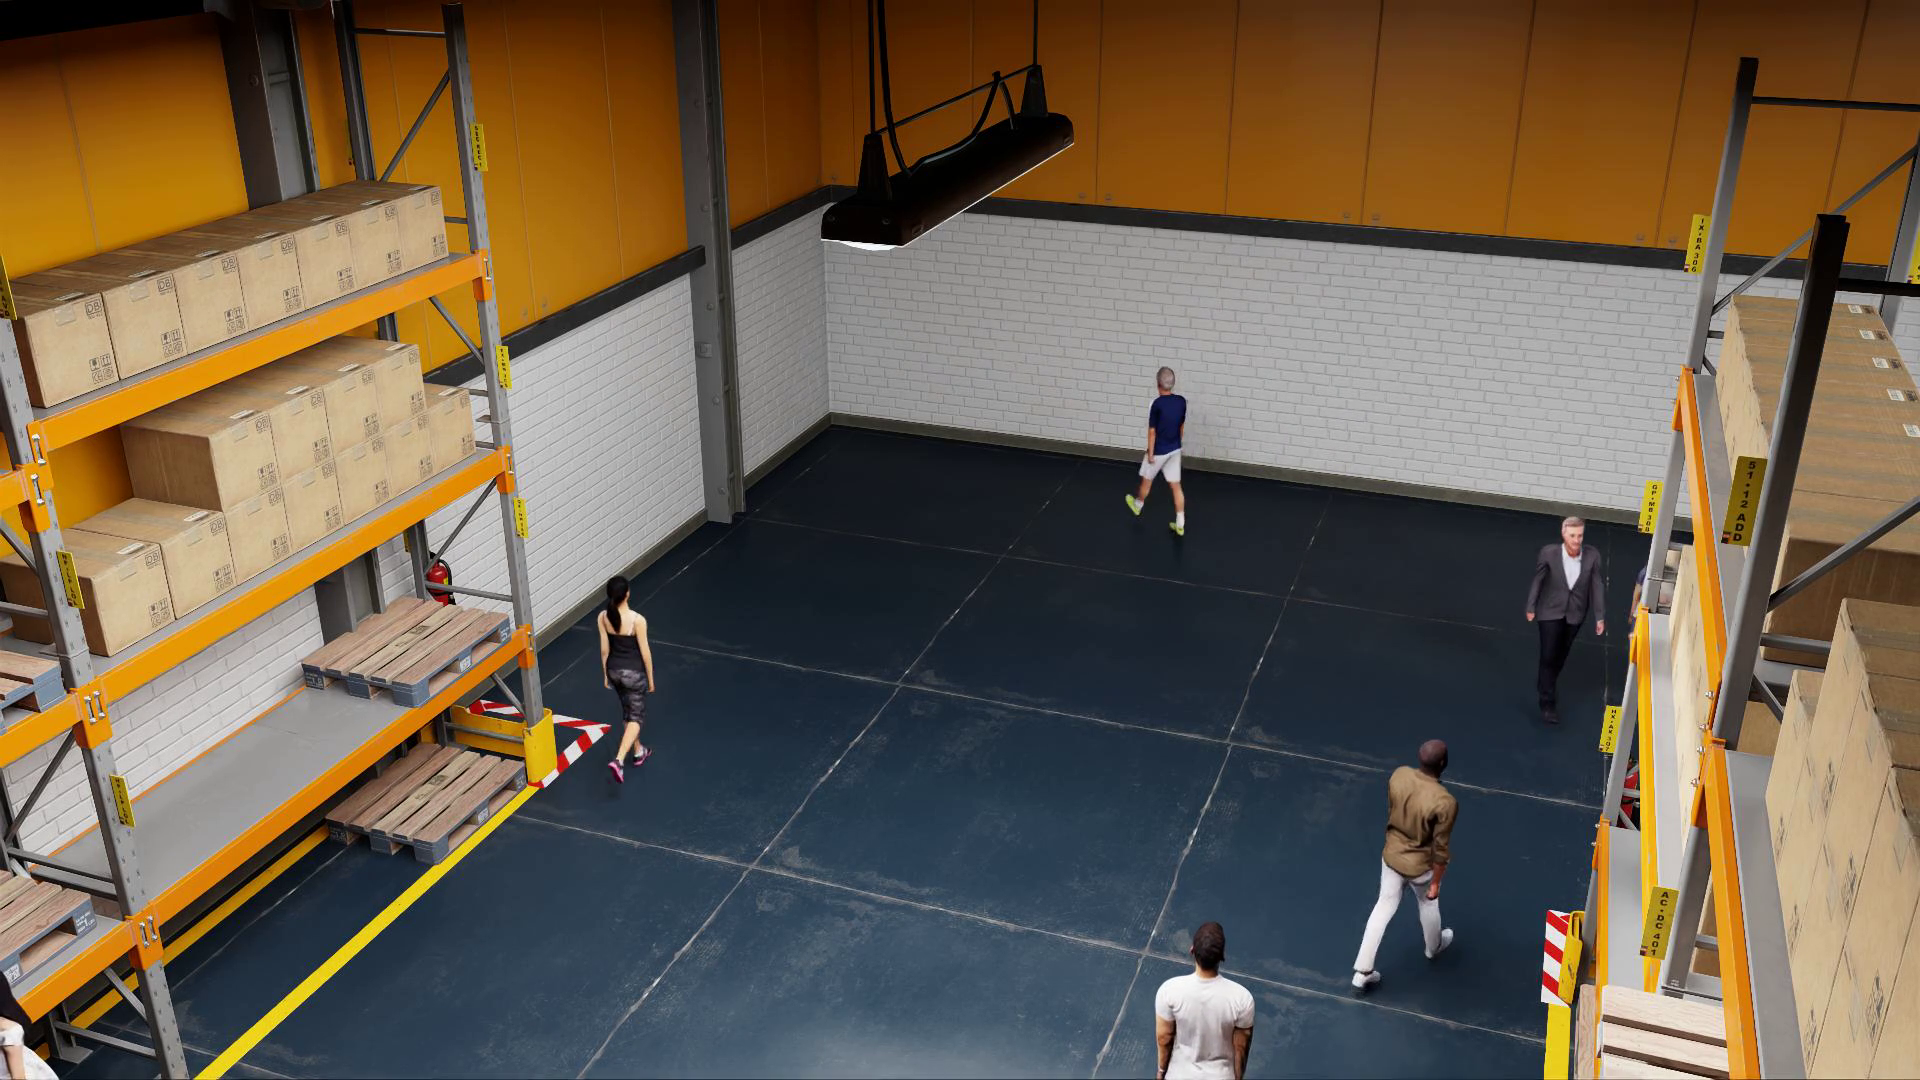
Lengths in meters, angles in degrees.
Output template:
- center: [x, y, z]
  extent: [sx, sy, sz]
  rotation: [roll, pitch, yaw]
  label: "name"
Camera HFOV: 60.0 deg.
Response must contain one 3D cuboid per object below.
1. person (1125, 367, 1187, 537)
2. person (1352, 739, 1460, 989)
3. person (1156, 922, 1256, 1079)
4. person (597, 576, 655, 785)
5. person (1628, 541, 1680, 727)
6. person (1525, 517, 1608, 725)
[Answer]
- center: [2.238, -0.906, 17.772]
  extent: [1.178, 1.779, 1.223]
  rotation: [-11, 26, -24]
  label: "person"
- center: [2.875, 2.134, 10.807]
  extent: [1.304, 1.787, 1.114]
  rotation: [-19, 30, -36]
  label: "person"
- center: [1.303, 2.876, 9.015]
  extent: [0.714, 1.864, 0.618]
  rotation: [3, 24, 7]
  label: "person"
- center: [-2.678, 1.131, 13.198]
  extent: [0.627, 1.710, 1.000]
  rotation: [6, 24, 13]
  label: "person"
- center: [5.920, 0.722, 14.206]
  extent: [0.654, 1.652, 1.013]
  rotation: [15, 28, 30]
  label: "person"
- center: [5.161, 0.598, 14.307]
  extent: [0.983, 1.798, 1.243]
  rotation: [0, 24, 0]
  label: "person"
